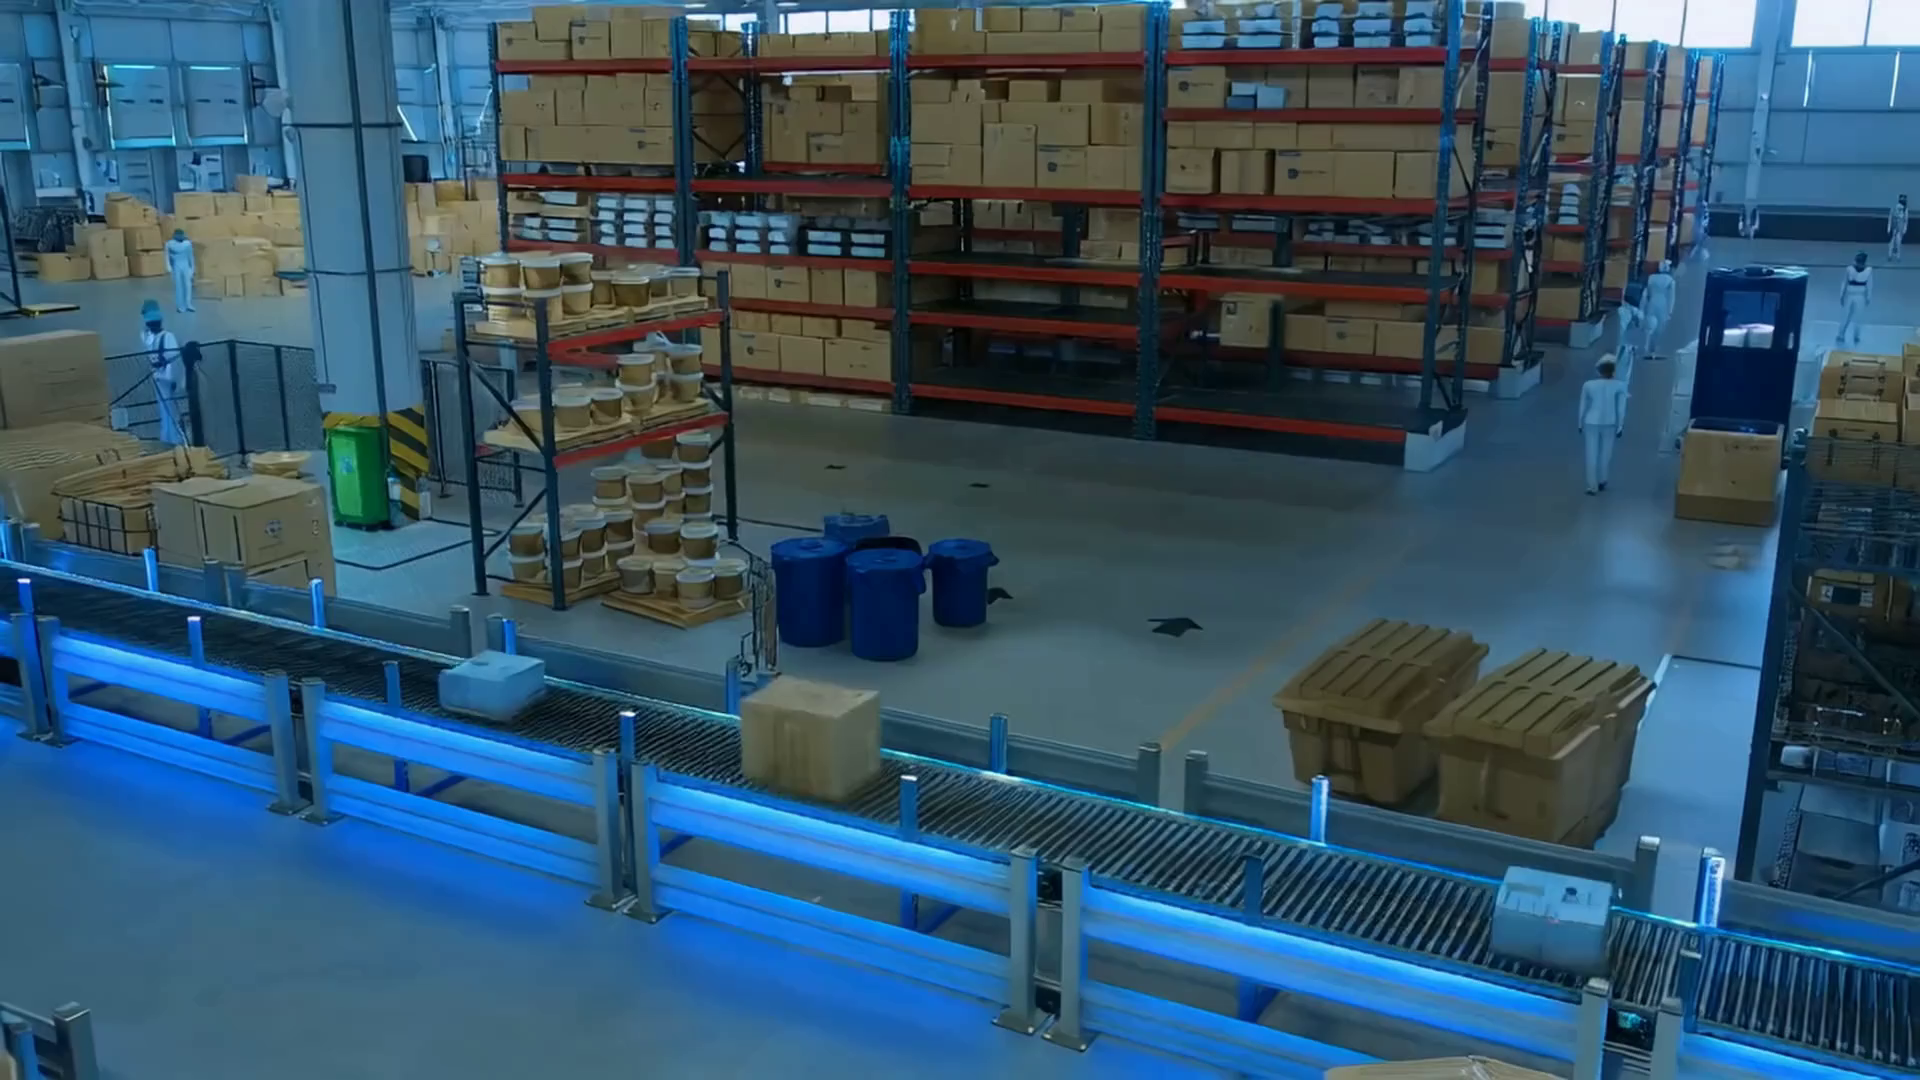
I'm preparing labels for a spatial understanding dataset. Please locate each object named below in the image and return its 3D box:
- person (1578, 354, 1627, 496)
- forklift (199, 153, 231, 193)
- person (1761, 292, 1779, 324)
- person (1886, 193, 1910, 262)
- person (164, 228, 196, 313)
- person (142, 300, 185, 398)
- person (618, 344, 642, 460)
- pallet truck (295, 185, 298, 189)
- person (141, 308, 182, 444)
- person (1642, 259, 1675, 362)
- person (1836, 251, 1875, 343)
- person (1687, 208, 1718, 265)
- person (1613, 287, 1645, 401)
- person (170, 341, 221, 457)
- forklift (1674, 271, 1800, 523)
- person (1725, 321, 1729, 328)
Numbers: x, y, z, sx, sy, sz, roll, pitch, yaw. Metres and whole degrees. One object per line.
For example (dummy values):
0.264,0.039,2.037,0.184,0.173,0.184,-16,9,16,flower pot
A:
7.962,-1.445,20.687,0.541,1.741,0.709,4,15,16,person
-27.440,-12.865,61.464,1.873,2.768,1.129,8,17,28,forklift
14.655,-3.910,30.185,0.286,1.633,0.500,14,20,41,person
28.283,-9.429,50.147,0.394,2.044,0.609,-10,18,-33,person
-17.899,-6.197,38.203,0.634,1.936,0.351,-14,20,-41,person
-13.126,-3.134,27.318,0.729,1.614,0.520,-6,16,-20,person
-3.928,-1.437,20.358,0.704,1.911,0.551,8,17,29,person
-26.804,-14.617,69.738,1.885,1.965,0.823,-14,20,-42,pallet truck
-11.383,-2.337,23.691,0.547,1.938,0.359,9,17,30,person
13.114,-4.297,31.144,0.398,1.899,0.649,-6,16,-22,person
18.056,-4.906,33.516,0.563,1.849,0.390,11,18,35,person
21.970,-8.962,49.124,0.890,1.644,0.545,-2,15,-9,person
10.915,-3.201,27.124,0.430,1.845,0.622,14,20,41,person
-10.479,-1.901,22.641,0.541,1.616,0.511,-5,16,-18,person
9.269,-1.763,19.726,1.129,2.768,1.873,8,17,27,forklift
11.022,-2.402,24.439,0.686,1.673,0.537,-10,18,-32,person
